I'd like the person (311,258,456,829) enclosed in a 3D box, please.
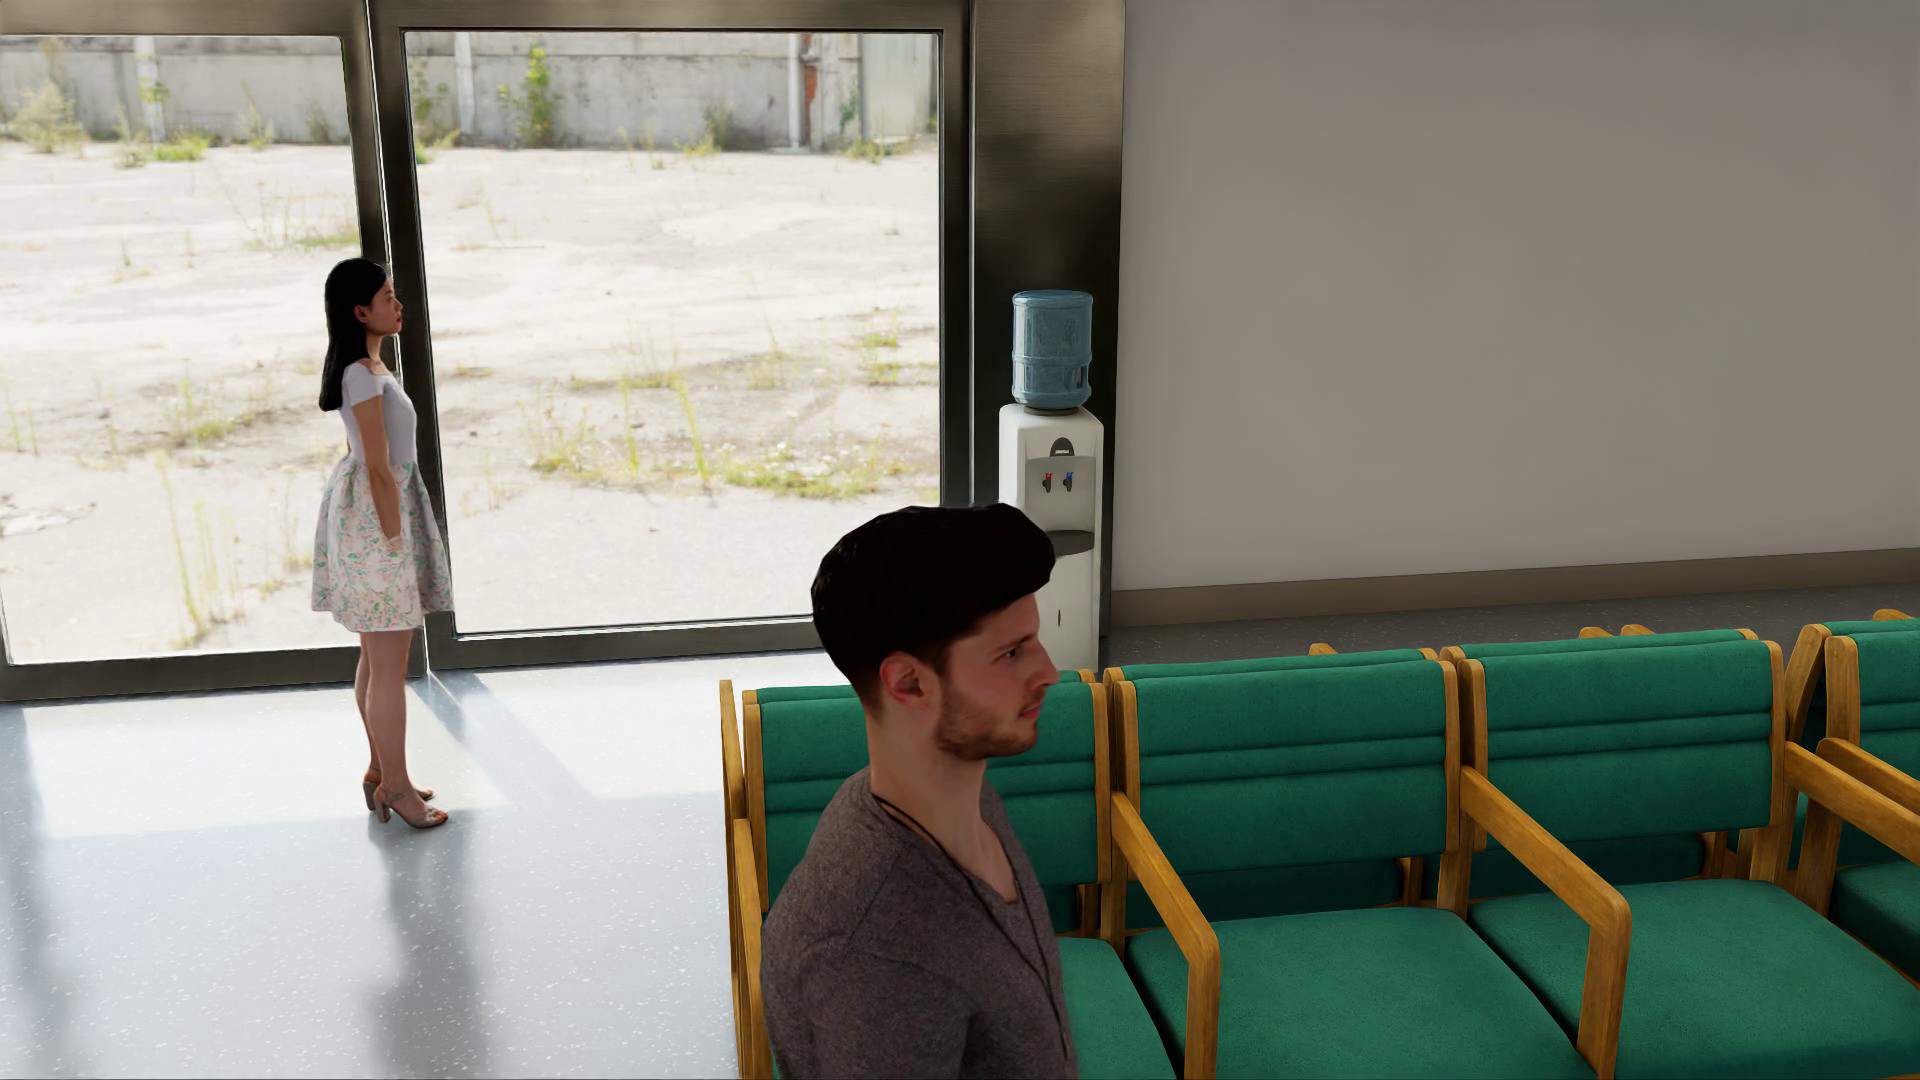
[{"bbox_3d":[-1.795,0.021,5.161,0.767,1.774,0.648,-7,17,-22],"label":"person"}]

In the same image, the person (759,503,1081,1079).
[{"bbox_3d":[-0.038,0.883,1.863,0.798,1.904,0.617,1,16,5],"label":"person"}]
